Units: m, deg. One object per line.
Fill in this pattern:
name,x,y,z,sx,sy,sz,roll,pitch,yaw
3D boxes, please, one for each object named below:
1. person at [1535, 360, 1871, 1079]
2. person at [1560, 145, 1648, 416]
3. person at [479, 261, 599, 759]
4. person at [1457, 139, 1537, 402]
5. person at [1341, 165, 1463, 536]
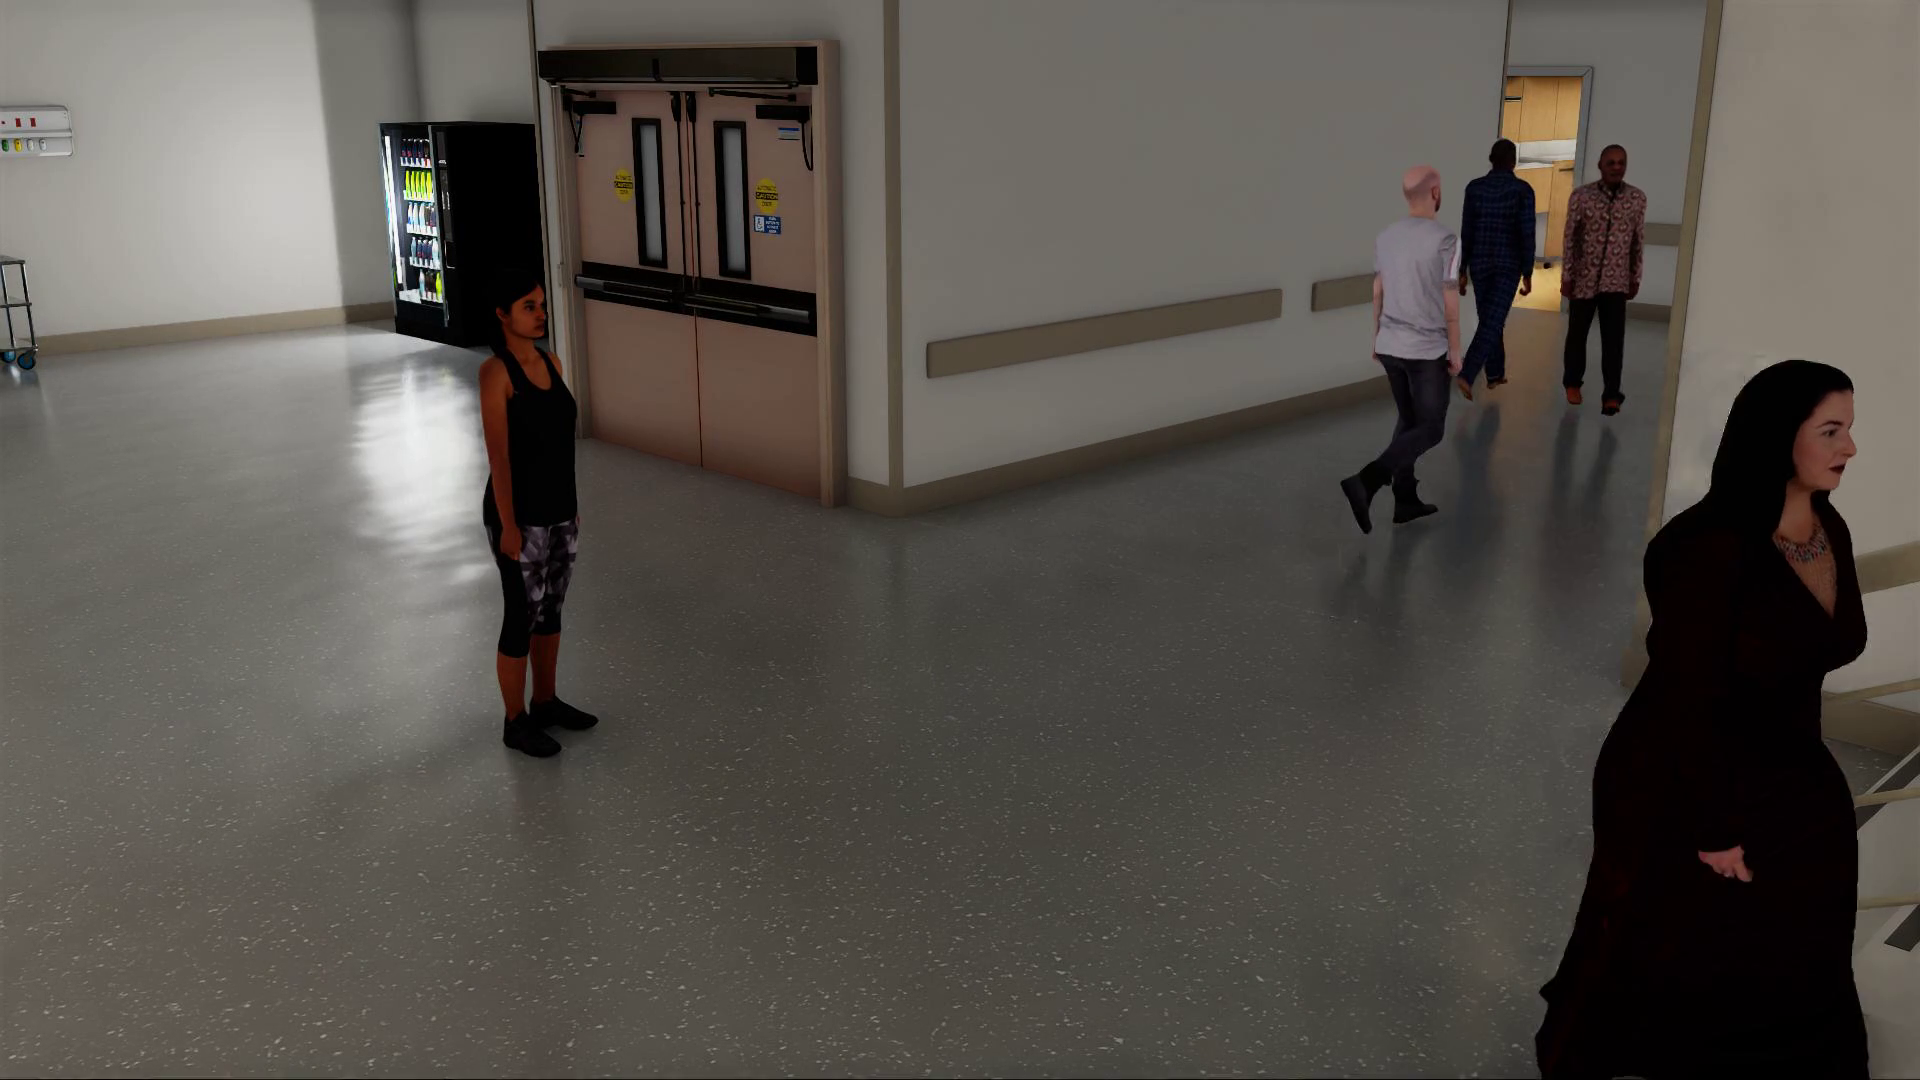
person,1.446,0.498,3.393,0.862,1.722,1.138,-8,18,-27
person,4.299,-1.739,11.260,1.216,1.759,1.152,3,16,12
person,-1.459,-0.109,5.656,0.654,1.661,0.658,5,16,17
person,3.698,-1.844,11.598,1.143,1.777,0.816,12,20,37
person,2.194,-0.915,8.239,0.908,1.812,1.049,-9,18,-29
